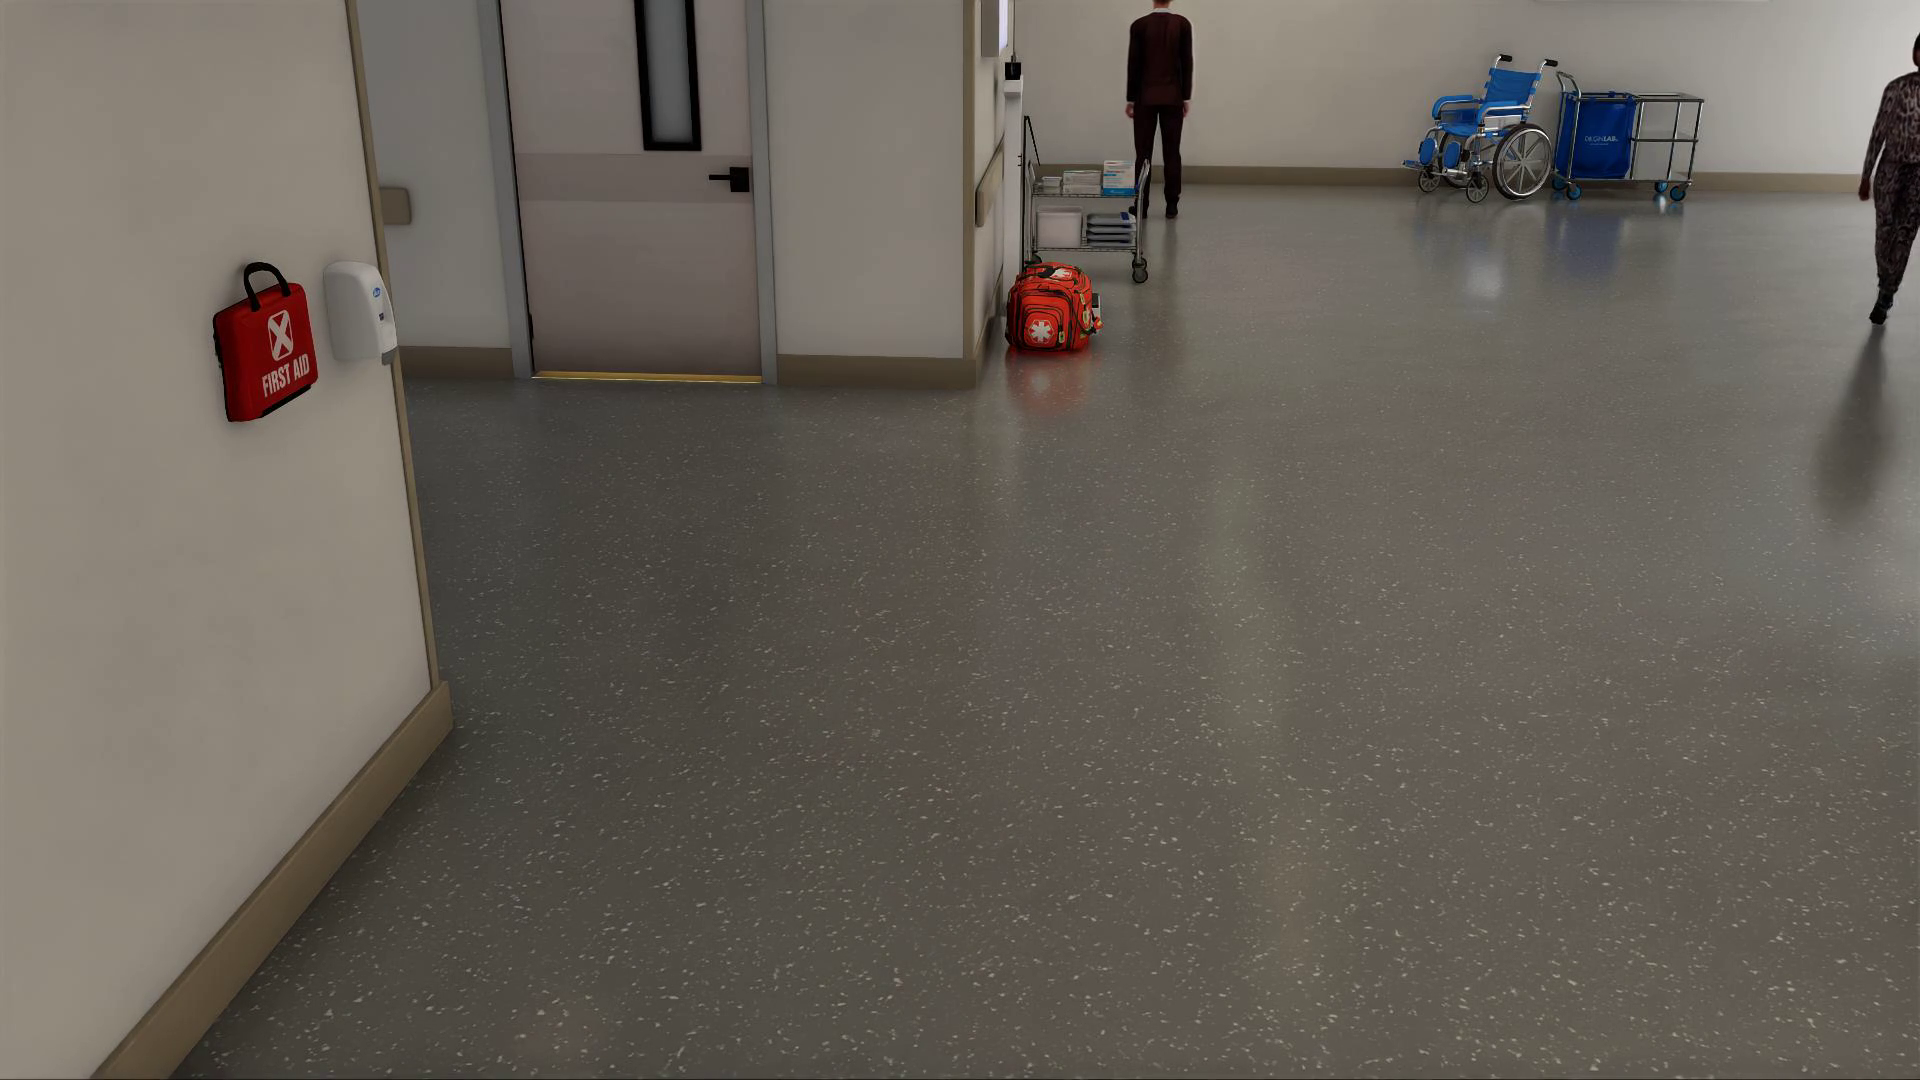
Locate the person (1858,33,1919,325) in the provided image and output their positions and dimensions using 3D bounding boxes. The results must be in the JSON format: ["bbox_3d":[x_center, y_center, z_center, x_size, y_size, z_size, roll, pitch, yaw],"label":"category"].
[{"bbox_3d":[5.602,-2.130,9.835,0.963,1.670,1.203,13,24,31],"label":"person"}]

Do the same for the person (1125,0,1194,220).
[{"bbox_3d":[1.577,-3.501,13.179,0.694,1.865,0.625,0,21,-1],"label":"person"}]
